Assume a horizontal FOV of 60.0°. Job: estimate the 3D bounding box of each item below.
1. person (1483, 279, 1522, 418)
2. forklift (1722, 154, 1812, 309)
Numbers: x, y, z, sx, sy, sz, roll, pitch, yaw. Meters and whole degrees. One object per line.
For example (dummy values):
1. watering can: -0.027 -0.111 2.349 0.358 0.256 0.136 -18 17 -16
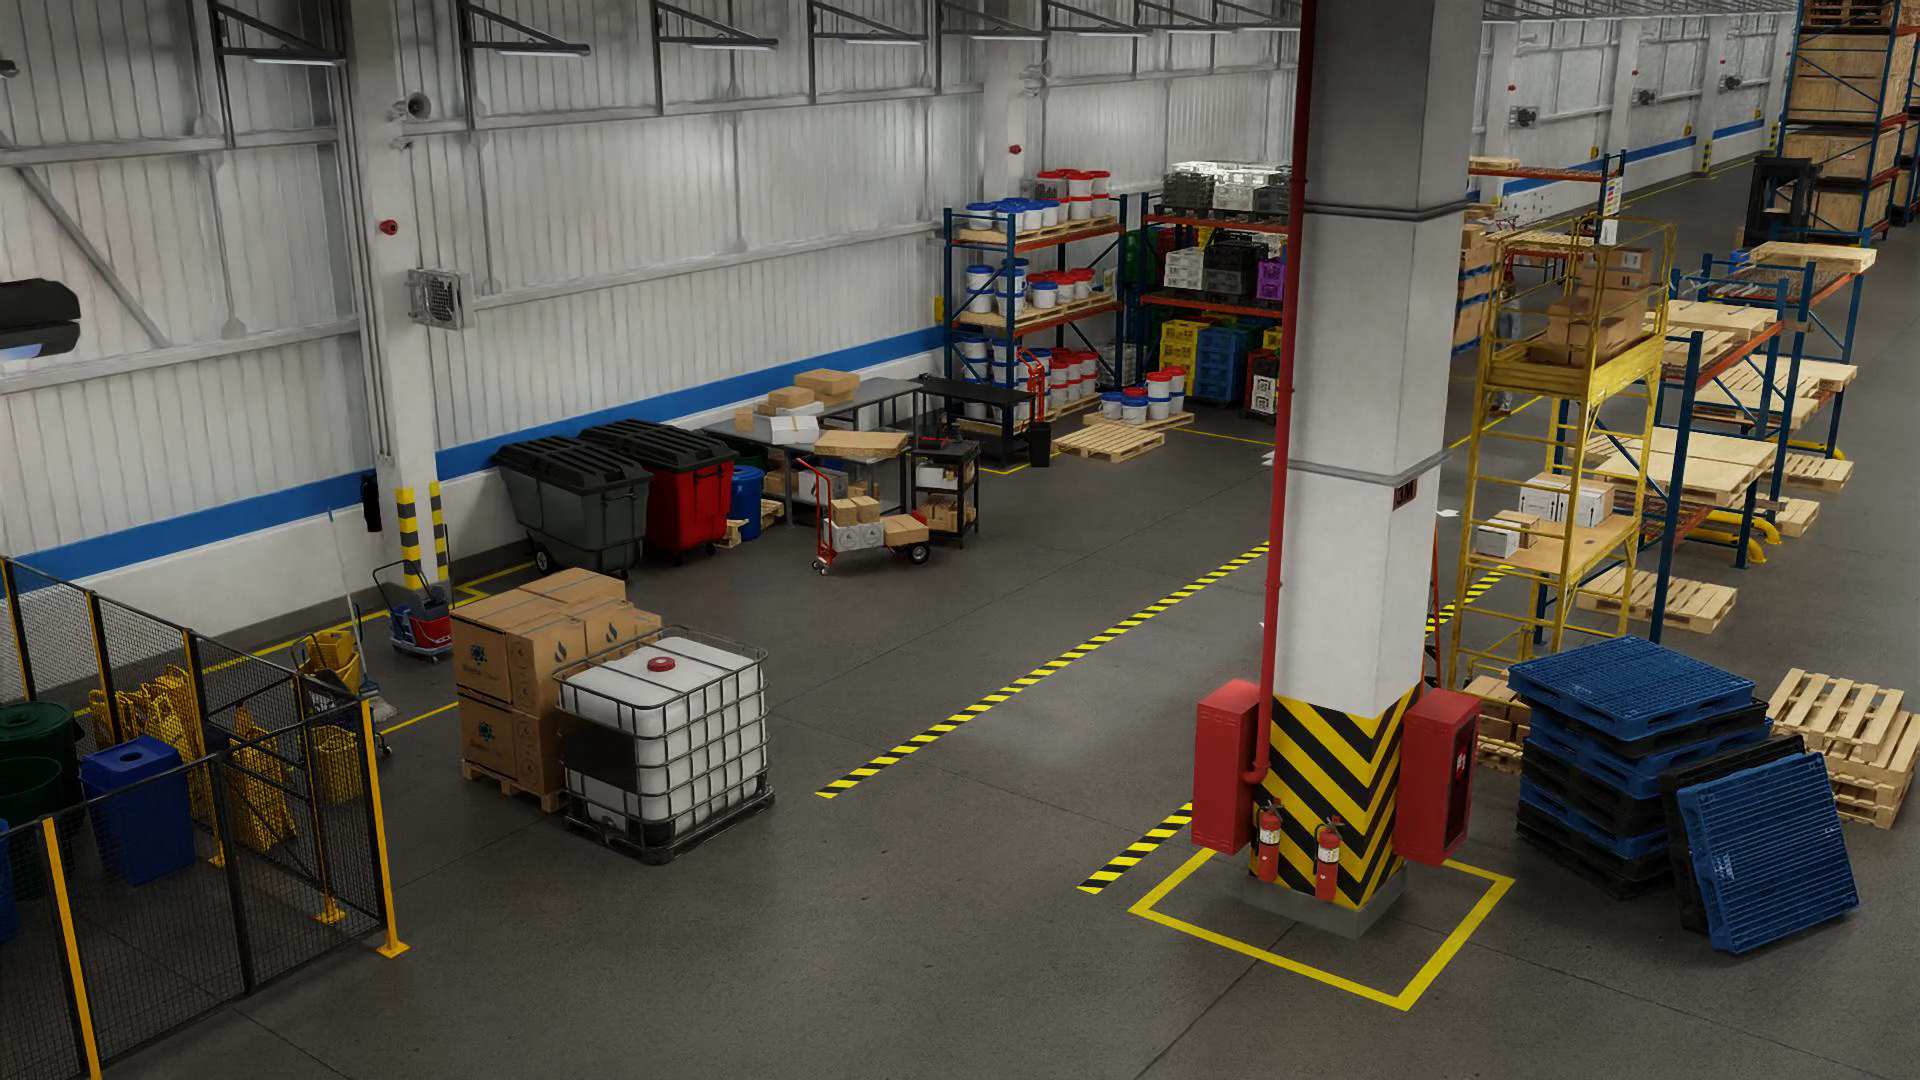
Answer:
1. person: 7.642 -2.689 23.342 0.352 1.937 0.635 0 18 -1
2. forklift: 15.462 -5.891 31.649 1.129 2.768 1.873 13 22 34
